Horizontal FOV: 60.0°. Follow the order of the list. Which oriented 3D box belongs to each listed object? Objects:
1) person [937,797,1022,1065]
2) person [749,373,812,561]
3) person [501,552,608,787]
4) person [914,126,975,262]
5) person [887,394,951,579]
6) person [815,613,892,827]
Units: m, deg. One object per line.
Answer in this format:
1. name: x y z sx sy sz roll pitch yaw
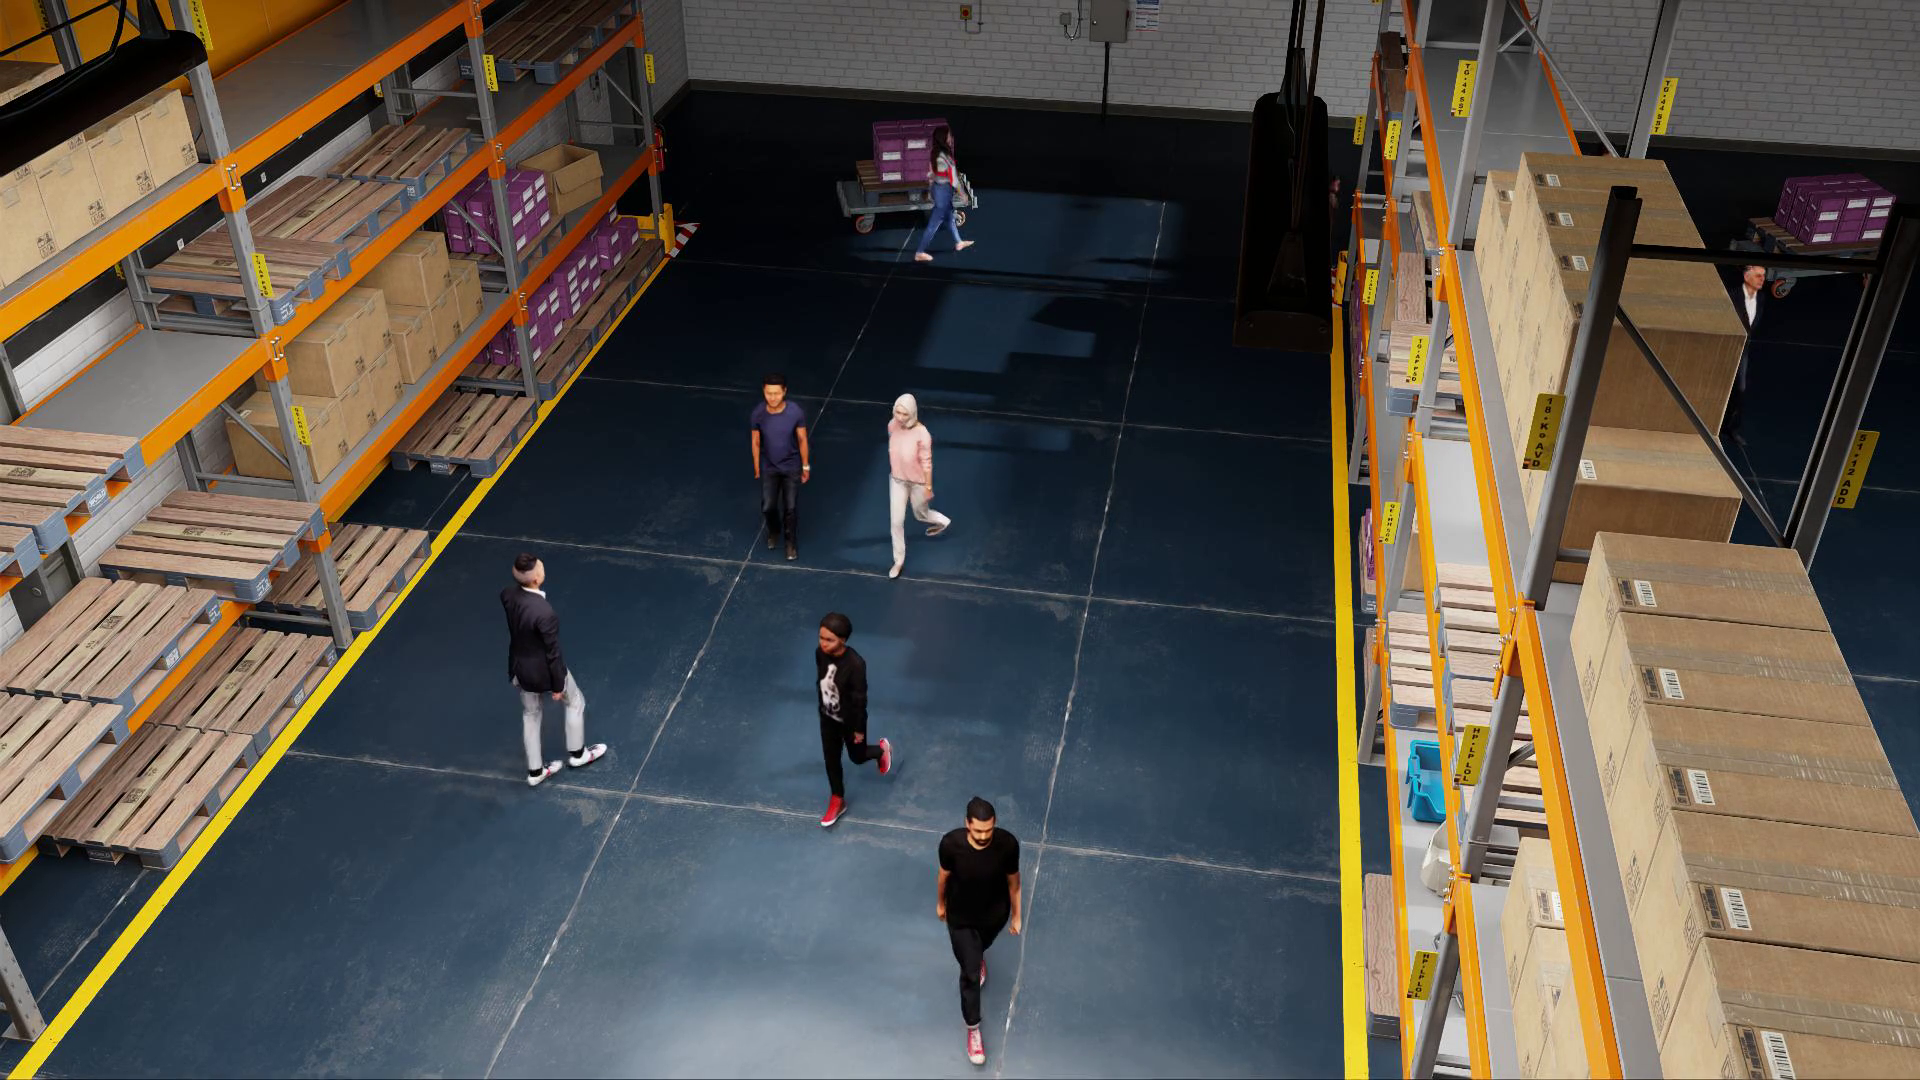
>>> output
1. person: 0.111 2.156 9.953 0.885 1.709 1.226 -4 34 -6
2. person: -1.515 -0.672 14.144 0.719 1.780 0.730 -3 34 -4
3. person: -3.022 0.930 11.597 0.903 1.931 0.981 21 39 28
4. person: -0.282 -3.975 19.297 1.059 1.576 1.077 -15 37 -22
5. person: -0.371 -0.538 14.028 0.859 1.685 1.124 20 39 28
6. person: -0.754 1.173 11.476 0.827 1.660 1.060 19 38 27
